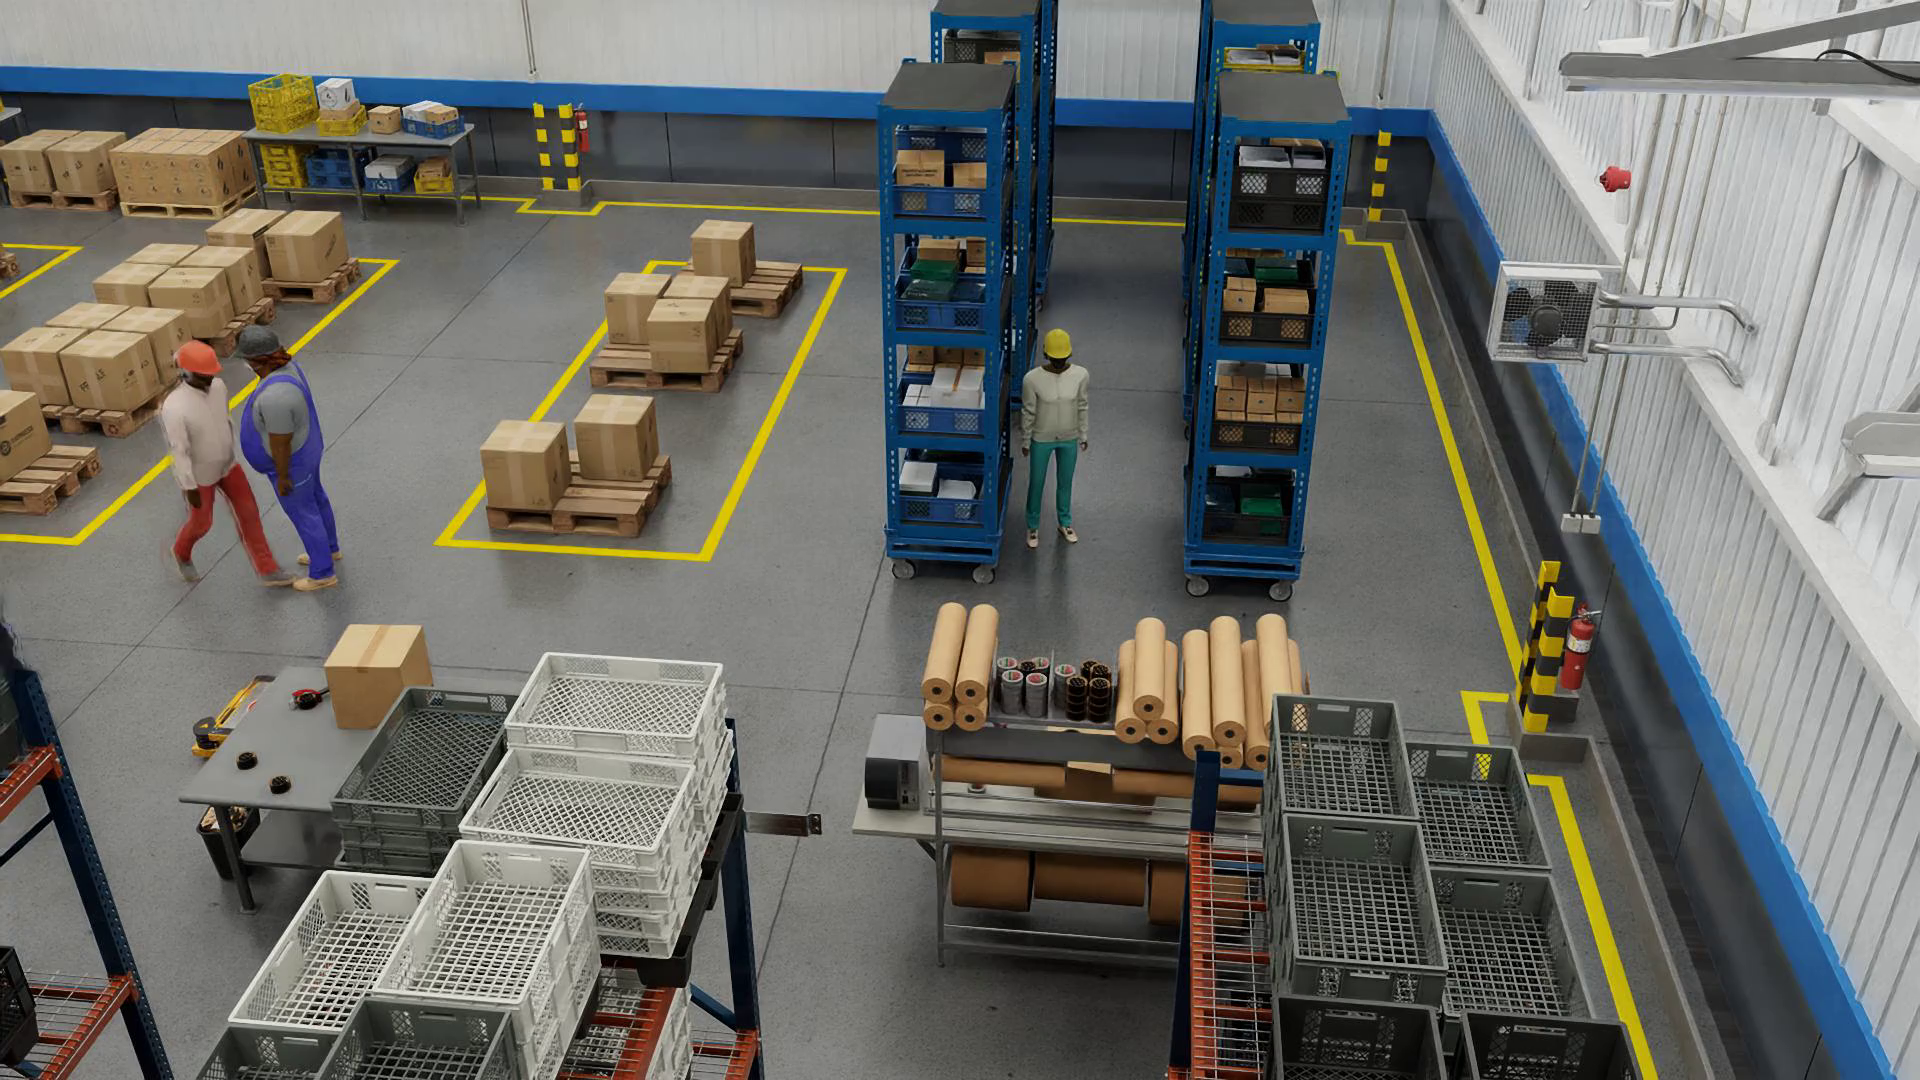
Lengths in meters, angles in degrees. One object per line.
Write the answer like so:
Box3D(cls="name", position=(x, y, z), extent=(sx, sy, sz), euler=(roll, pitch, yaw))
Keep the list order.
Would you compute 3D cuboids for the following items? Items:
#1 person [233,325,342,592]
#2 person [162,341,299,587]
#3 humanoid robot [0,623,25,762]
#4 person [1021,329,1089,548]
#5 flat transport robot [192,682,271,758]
Box3D(cls="person", position=(-4.863, -0.614, 11.968), extent=(0.537, 2.000, 0.683), euler=(-6, 31, -10))
Box3D(cls="person", position=(-5.394, -0.531, 11.916), extent=(0.945, 1.957, 0.642), euler=(11, 32, 18))
Box3D(cls="humanoid robot", position=(-5.912, 0.704, 10.068), extent=(0.596, 1.649, 0.446), euler=(7, 31, 12))
Box3D(cls="person", position=(0.715, -0.763, 12.495), extent=(0.533, 1.767, 0.313), euler=(-7, 31, -12))
Box3D(cls="flat transport robot", position=(-4.089, 1.163, 10.648), extent=(1.431, 0.197, 0.652), euler=(3, 30, 6))
